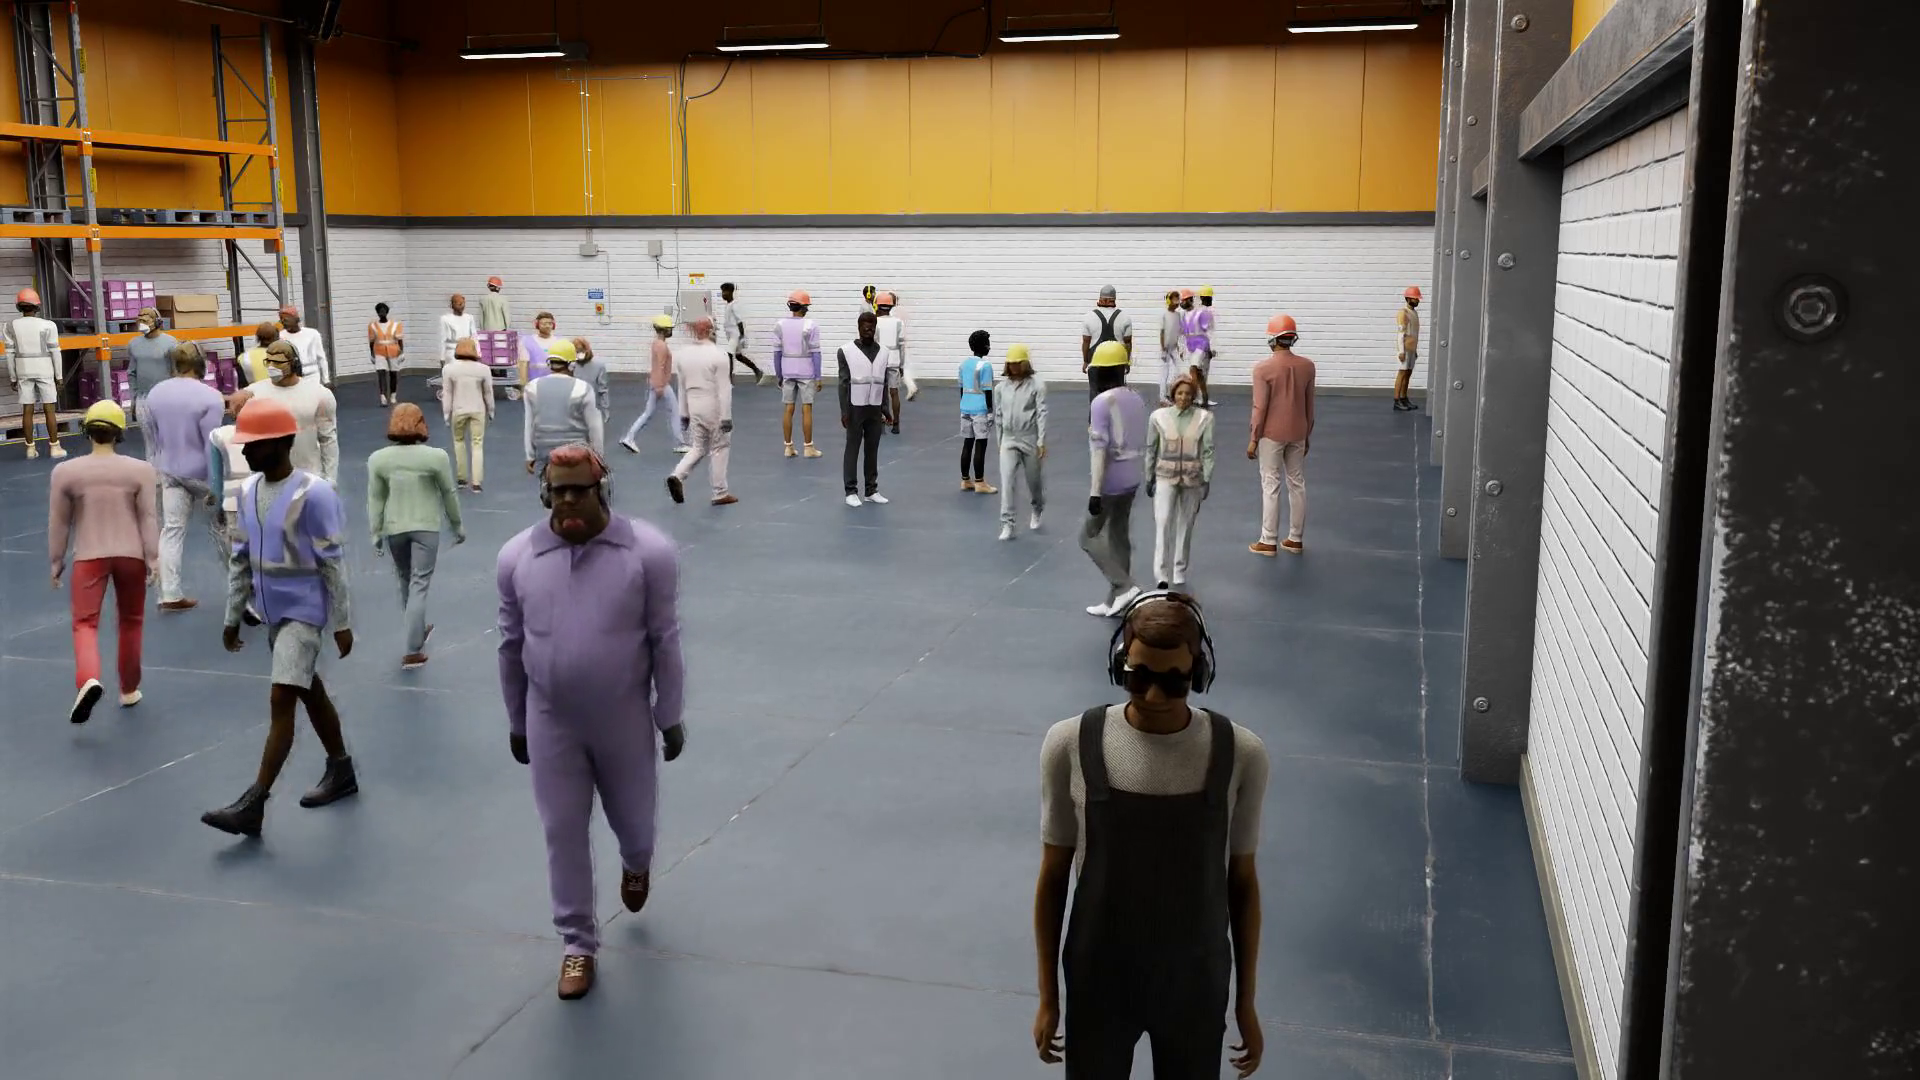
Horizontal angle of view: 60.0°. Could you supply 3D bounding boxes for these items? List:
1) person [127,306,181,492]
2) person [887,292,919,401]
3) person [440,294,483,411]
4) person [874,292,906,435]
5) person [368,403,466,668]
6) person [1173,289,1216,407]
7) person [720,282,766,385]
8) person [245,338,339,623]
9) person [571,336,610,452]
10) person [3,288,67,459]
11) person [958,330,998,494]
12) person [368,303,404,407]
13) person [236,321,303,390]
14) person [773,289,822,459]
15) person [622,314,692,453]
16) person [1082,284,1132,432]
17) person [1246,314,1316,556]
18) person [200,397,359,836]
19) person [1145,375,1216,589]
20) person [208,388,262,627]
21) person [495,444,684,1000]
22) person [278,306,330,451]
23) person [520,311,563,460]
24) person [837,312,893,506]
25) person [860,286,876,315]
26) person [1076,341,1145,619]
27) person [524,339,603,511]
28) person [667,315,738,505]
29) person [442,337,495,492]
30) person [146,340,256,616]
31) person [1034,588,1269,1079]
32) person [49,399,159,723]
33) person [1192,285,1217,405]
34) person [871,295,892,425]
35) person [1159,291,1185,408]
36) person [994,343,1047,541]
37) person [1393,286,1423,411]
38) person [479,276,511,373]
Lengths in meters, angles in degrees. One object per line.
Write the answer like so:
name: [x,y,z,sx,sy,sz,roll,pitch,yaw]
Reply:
person: [-8.274,-1.430,17.138,0.630,1.940,0.373,2,10,9]
person: [-1.095,-3.189,27.477,0.879,1.812,0.634,6,12,32]
person: [-7.705,-2.855,25.527,1.004,1.838,0.592,8,13,38]
person: [-1.005,-2.381,22.589,0.553,1.938,0.505,-4,11,-20]
person: [-3.357,-0.053,10.323,0.513,1.590,0.858,1,10,3]
person: [3.678,-3.022,26.350,0.826,1.870,0.620,-6,12,-32]
person: [-3.975,-3.713,30.135,0.915,1.931,0.626,-4,11,-21]
person: [-4.549,-0.402,11.323,0.629,1.937,0.378,-3,10,-15]
person: [-3.983,-1.360,17.638,0.511,1.613,0.435,-3,10,-16]
person: [-11.131,-1.995,20.031,0.607,2.048,0.370,-3,10,-14]
person: [0.184,-1.325,17.218,0.317,1.698,0.540,-6,12,-32]
person: [-9.223,-2.986,26.749,0.534,1.654,0.866,-3,11,-18]
person: [-6.780,-1.243,16.396,0.624,1.827,0.705,-2,10,-14]
person: [-1.934,-1.994,20.032,0.611,2.042,0.395,4,11,21]
person: [-3.753,-1.917,20.521,0.890,1.730,0.524,-4,11,-20]
person: [1.999,-2.471,22.742,0.690,2.000,0.538,0,10,1]
person: [2.653,-0.866,13.777,0.609,1.996,0.379,-5,11,-24]
person: [-3.038,0.330,7.290,0.567,1.890,0.958,6,12,32]
person: [1.630,-0.410,12.307,0.516,1.592,0.839,1,10,5]
person: [-4.745,-0.205,11.129,0.527,1.612,0.633,-3,10,-15]
person: [-1.294,0.585,5.864,0.654,1.888,0.731,-1,10,-4]
person: [-7.987,-1.912,20.145,0.602,1.835,0.751,-2,10,-9]
person: [-4.892,-1.796,19.593,0.570,1.809,0.919,-4,11,-21]
person: [-0.946,-1.299,16.472,0.587,1.913,0.391,-8,13,-37]
person: [-1.628,-3.571,29.489,0.317,1.864,0.519,0,10,-1]
person: [1.030,-0.394,11.334,0.414,1.913,0.616,7,12,35]
person: [-3.171,-0.722,13.483,0.616,1.809,0.618,2,10,9]
person: [-2.514,-1.254,16.292,0.650,1.887,0.709,7,12,35]
person: [-5.159,-1.323,17.469,0.519,1.605,0.728,-3,10,-17]
person: [-5.367,-0.464,11.796,0.639,1.890,1.003,2,10,13]
person: [0.414,1.002,3.652,0.504,1.839,0.344,0,10,2]
person: [-4.590,0.122,8.948,0.544,1.727,0.794,-4,11,-24]
person: [3.940,-3.138,26.831,0.354,1.930,0.594,-3,10,-15]
person: [-1.138,-2.550,23.662,0.328,1.876,0.514,8,13,39]
person: [3.332,-3.004,26.310,0.517,1.855,0.423,-8,13,-38]
person: [0.549,-0.890,14.713,0.487,1.713,0.819,3,10,14]
person: [7.014,-2.985,25.949,0.373,1.935,0.552,8,13,38]
person: [-8.751,-3.973,31.378,0.623,1.992,0.396,2,10,13]
